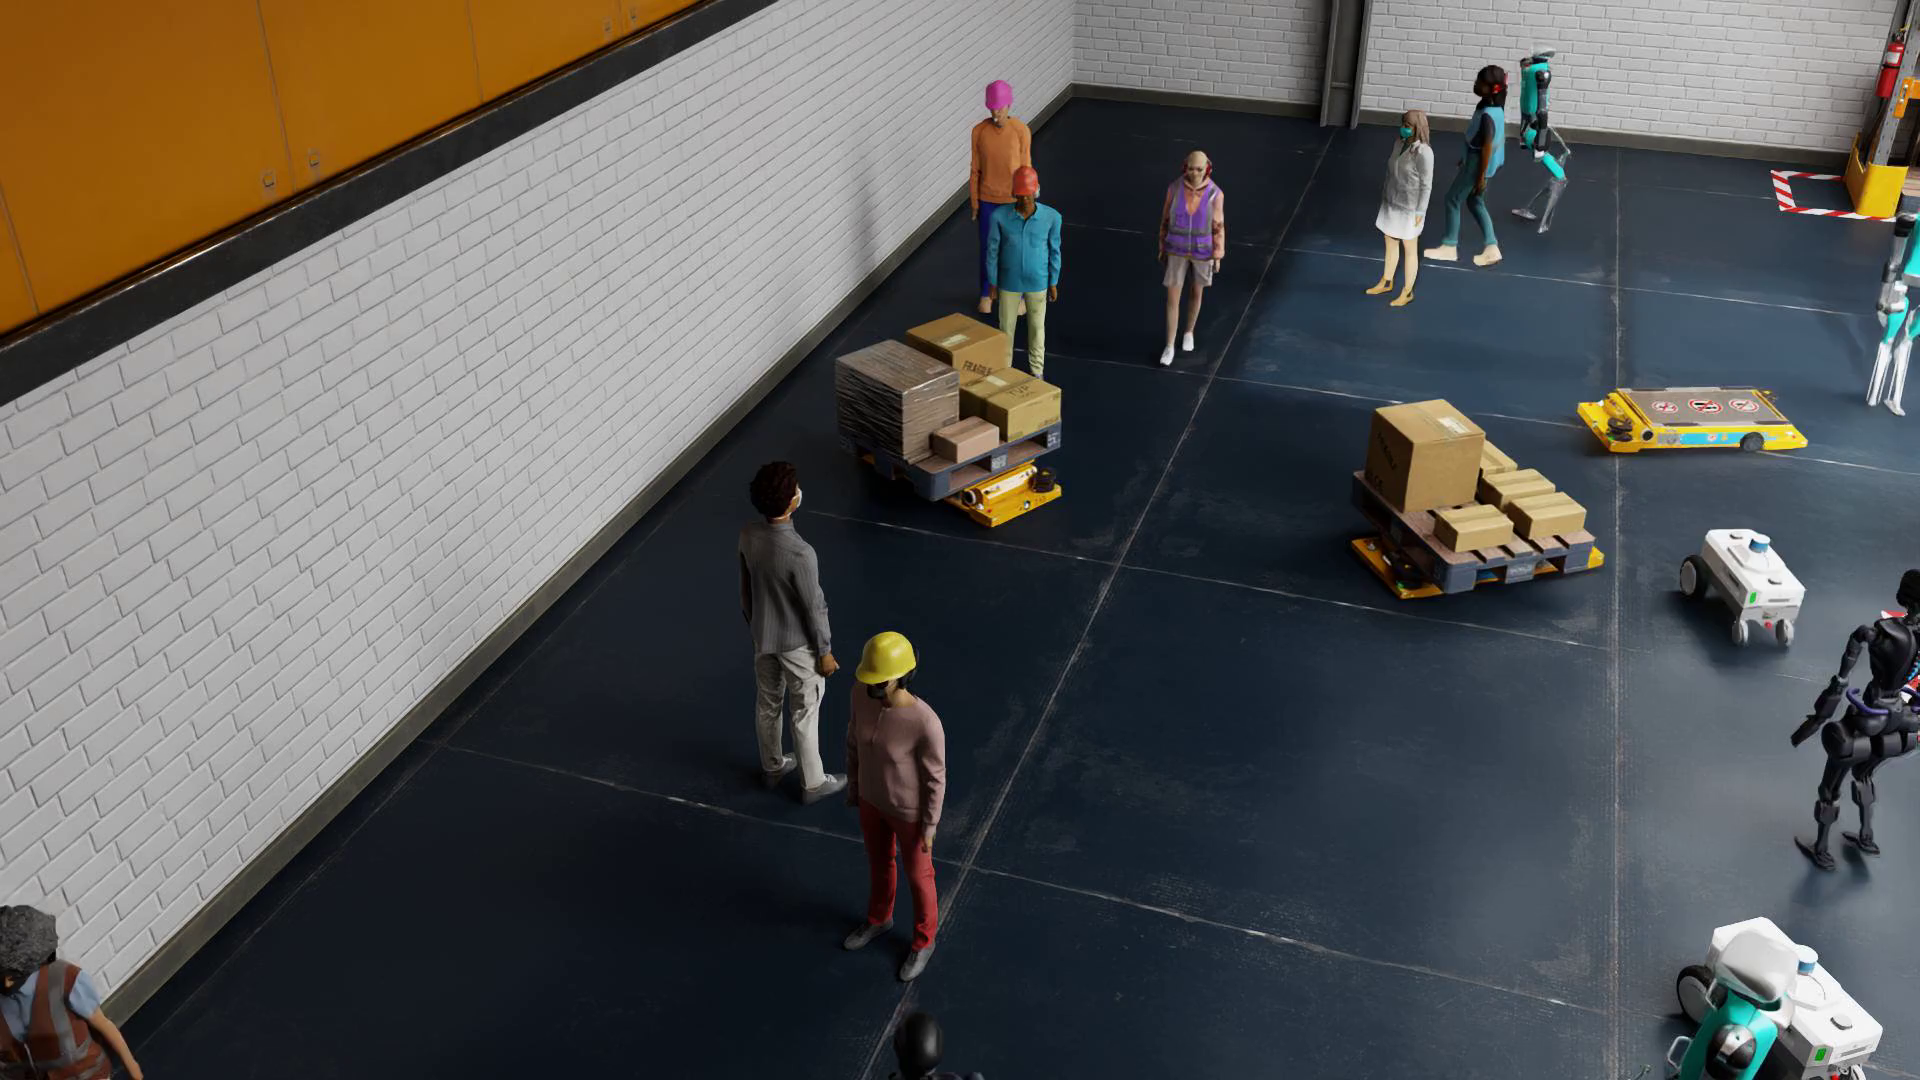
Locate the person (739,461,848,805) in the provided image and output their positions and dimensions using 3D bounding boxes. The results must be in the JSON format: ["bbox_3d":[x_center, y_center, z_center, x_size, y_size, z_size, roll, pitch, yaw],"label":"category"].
[{"bbox_3d":[-0.859,0.477,8.205,0.532,1.901,0.395,20,36,30],"label":"person"}]

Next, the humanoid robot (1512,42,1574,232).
[{"bbox_3d":[5.522,-3.774,15.585,0.764,1.758,0.582,-2,30,-3],"label":"humanoid robot"}]

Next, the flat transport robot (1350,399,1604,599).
[{"bbox_3d":[3.281,0.040,10.558,1.431,0.231,0.659,-9,32,-14],"label":"flat transport robot"}]

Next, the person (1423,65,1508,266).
[{"bbox_3d":[4.584,-3.292,14.704,0.751,1.825,0.504,19,35,28],"label":"person"}]

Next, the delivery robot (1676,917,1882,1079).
[{"bbox_3d":[3.481,1.953,7.007,0.499,0.581,0.774,-9,32,-15],"label":"delivery robot"}]

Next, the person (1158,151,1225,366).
[{"bbox_3d":[1.789,-2.185,12.927,0.521,1.635,0.771,5,31,9],"label":"person"}]

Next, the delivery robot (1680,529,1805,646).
[{"bbox_3d":[4.707,0.237,9.934,0.499,0.589,0.784,-1,30,-1],"label":"delivery robot"}]

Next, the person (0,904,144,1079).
[{"bbox_3d":[-3.254,1.952,5.927,0.549,1.641,0.739,-3,31,-4],"label":"person"}]

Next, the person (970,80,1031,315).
[{"bbox_3d":[0.333,-2.822,13.751,0.517,1.975,0.403,4,31,7],"label":"person"}]

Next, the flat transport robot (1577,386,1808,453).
[{"bbox_3d":[5.328,-0.874,12.113,1.431,0.231,0.659,-1,30,-2],"label":"flat transport robot"}]

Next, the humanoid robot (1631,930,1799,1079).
[{"bbox_3d":[2.298,1.976,5.867,1.028,1.765,0.535,22,37,32],"label":"humanoid robot"}]

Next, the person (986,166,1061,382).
[{"bbox_3d":[0.476,-1.954,12.484,0.562,1.751,0.328,0,30,0],"label":"person"}]

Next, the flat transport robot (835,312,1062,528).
[{"bbox_3d":[-0.034,-0.519,11.508,0.659,0.231,1.431,-25,38,-35],"label":"flat transport robot"}]

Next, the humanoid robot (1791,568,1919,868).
[{"bbox_3d":[4.258,0.847,7.792,0.588,1.655,0.336,-4,31,-7],"label":"humanoid robot"}]

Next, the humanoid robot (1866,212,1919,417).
[{"bbox_3d":[6.966,-1.755,12.195,0.565,1.809,0.678,10,32,17],"label":"humanoid robot"}]

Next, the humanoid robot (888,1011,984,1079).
[{"bbox_3d":[-0.164,2.224,5.459,0.601,1.647,0.454,-6,31,-11],"label":"humanoid robot"}]

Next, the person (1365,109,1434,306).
[{"bbox_3d":[3.725,-2.794,14.003,0.339,1.659,0.491,-14,33,-23],"label":"person"}]

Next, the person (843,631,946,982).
[{"bbox_3d":[-0.292,1.144,7.202,0.522,1.768,0.310,22,37,33],"label":"person"}]
